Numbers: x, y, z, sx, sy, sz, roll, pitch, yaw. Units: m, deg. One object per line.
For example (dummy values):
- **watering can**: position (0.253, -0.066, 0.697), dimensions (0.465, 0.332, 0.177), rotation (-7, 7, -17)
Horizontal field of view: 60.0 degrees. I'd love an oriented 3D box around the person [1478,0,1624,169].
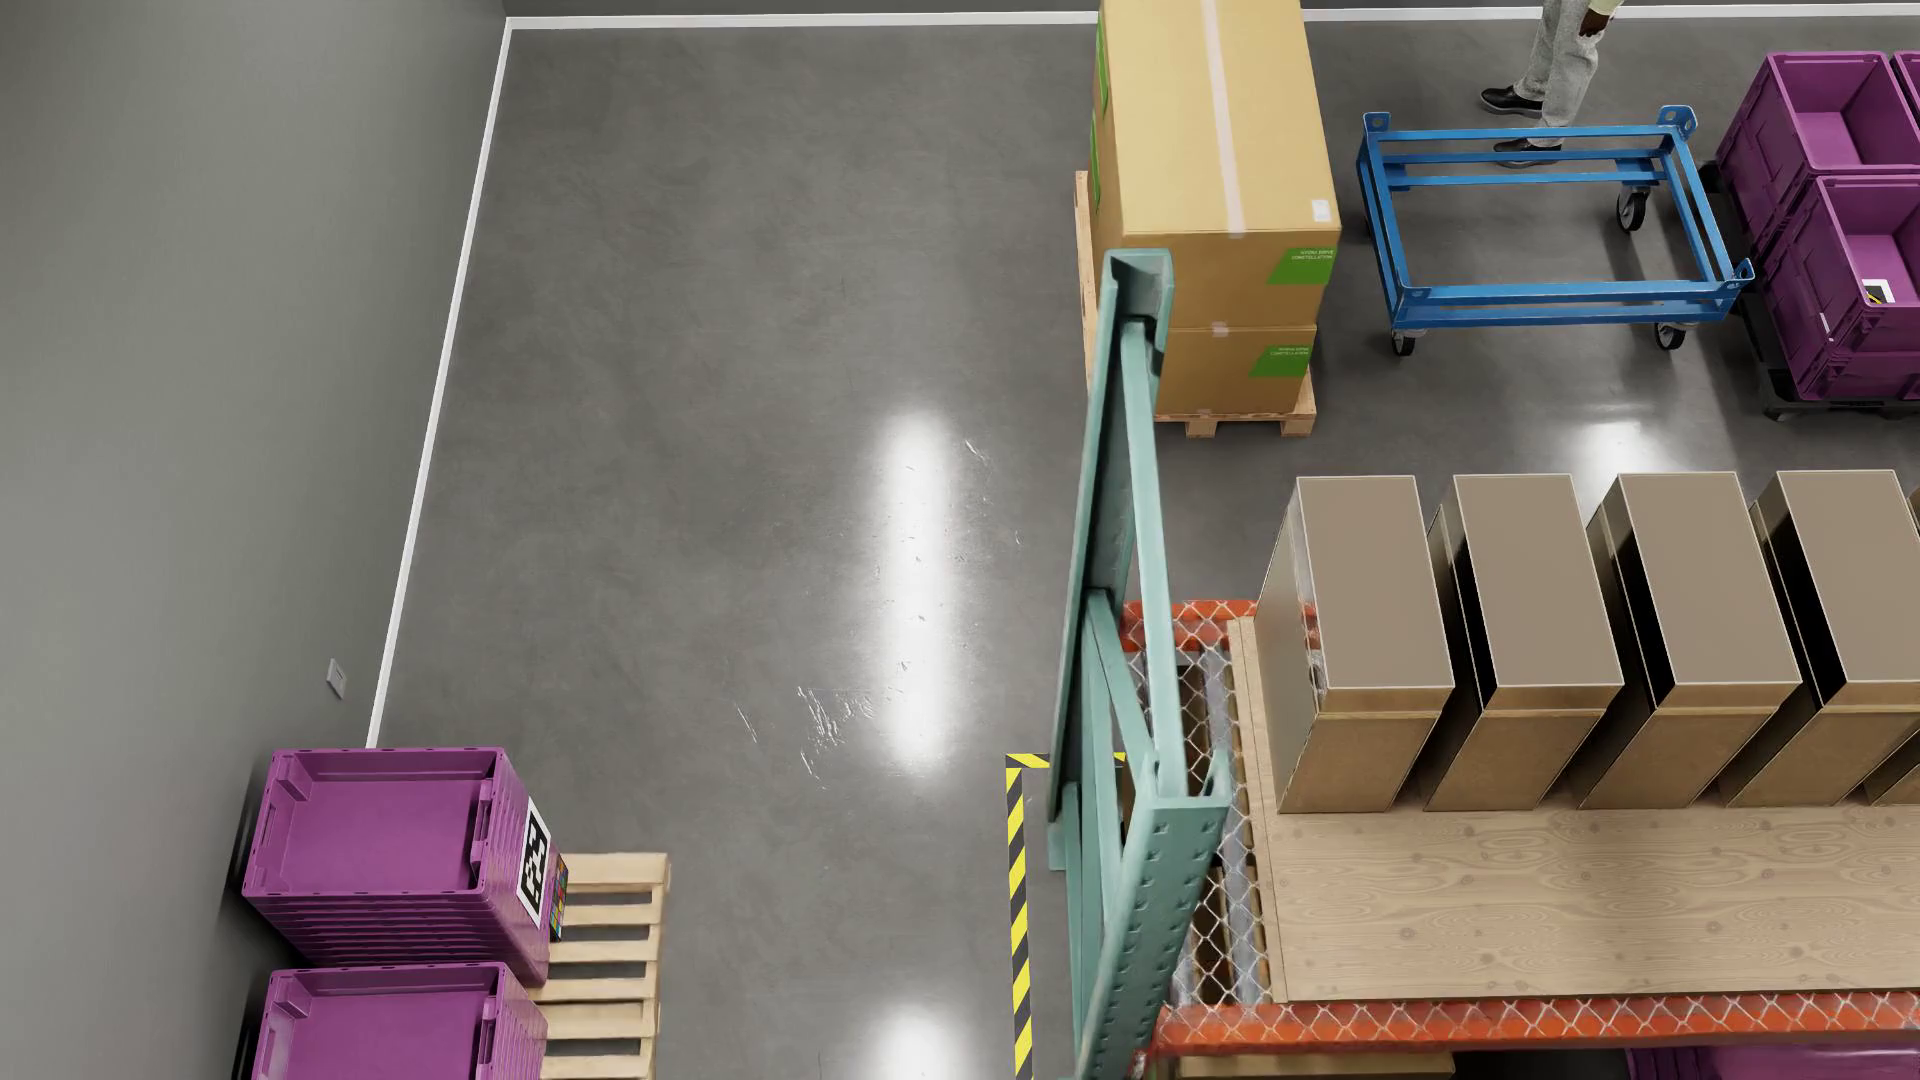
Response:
- **person**: position (2.306, -2.153, 6.083), dimensions (0.404, 1.830, 0.603), rotation (2, 58, 1)
